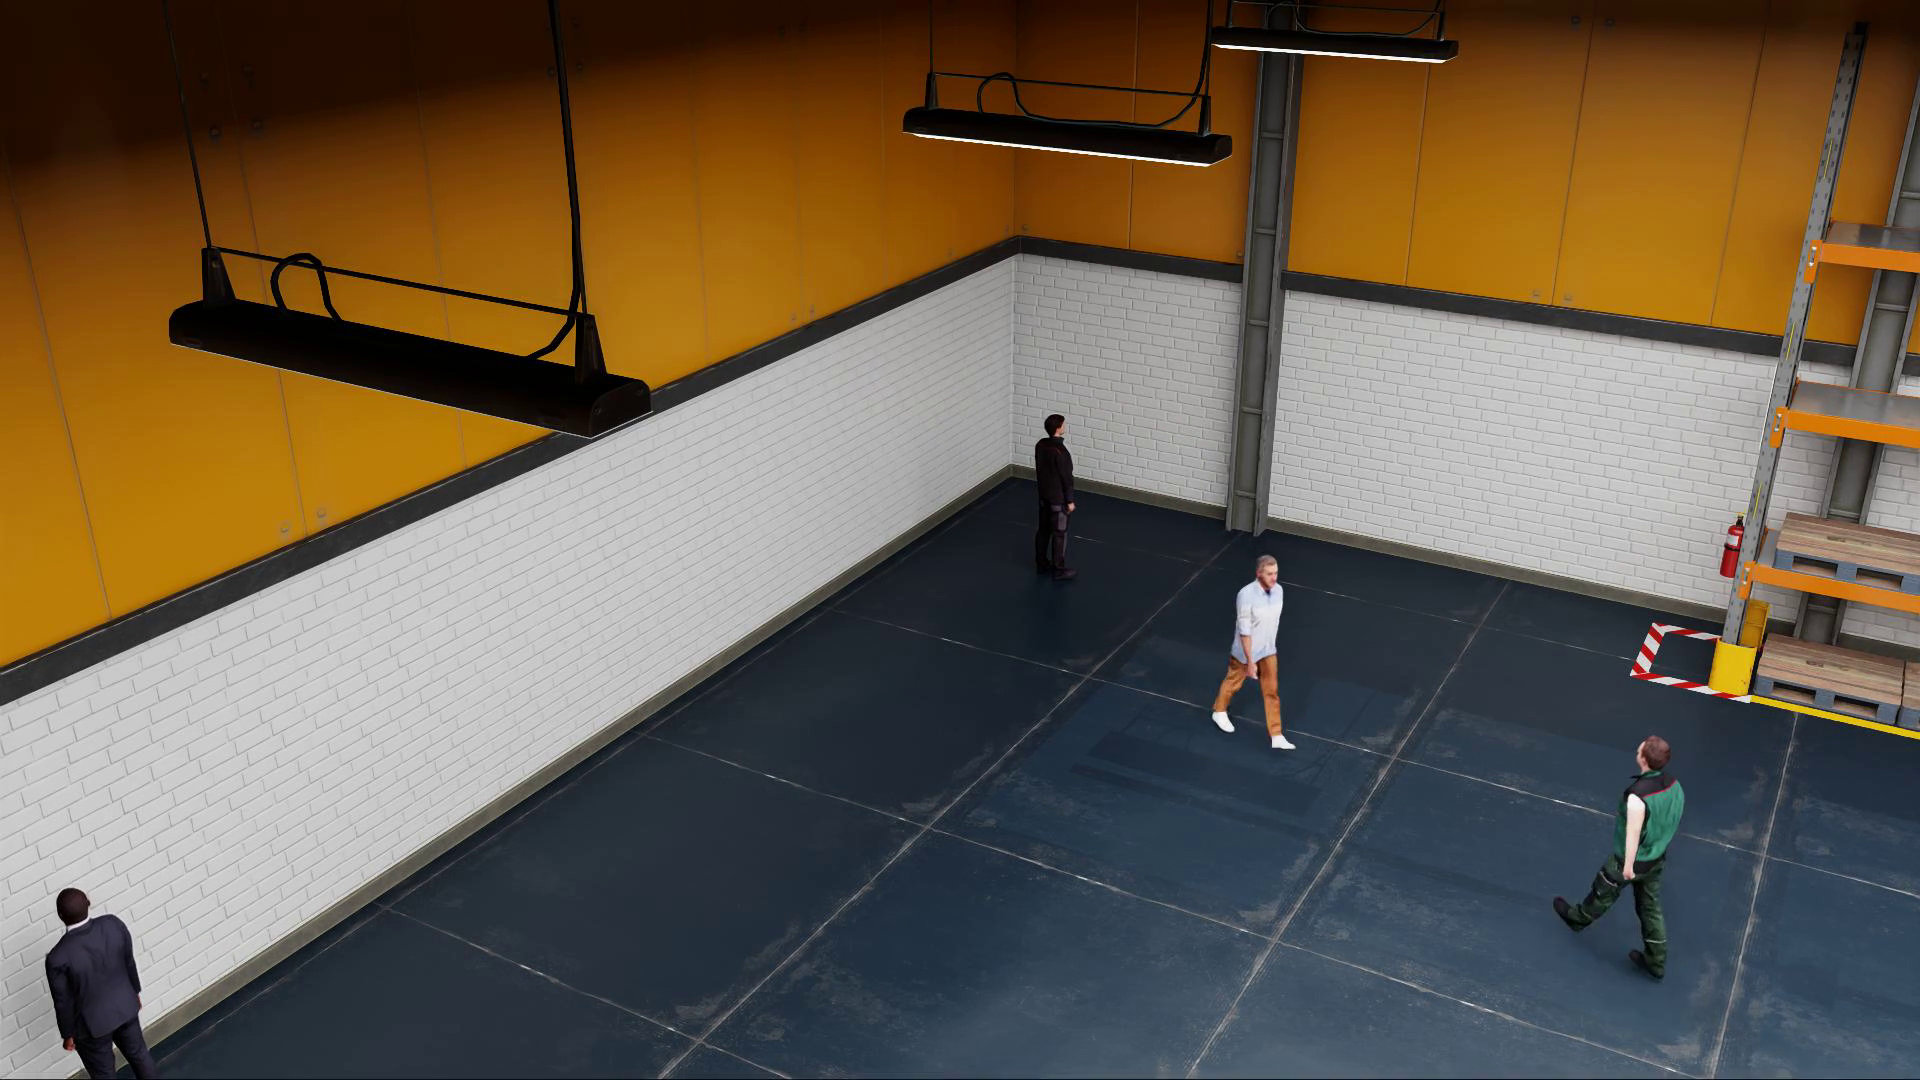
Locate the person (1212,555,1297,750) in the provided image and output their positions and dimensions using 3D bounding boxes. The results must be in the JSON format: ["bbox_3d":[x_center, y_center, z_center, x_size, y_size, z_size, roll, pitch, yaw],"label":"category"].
[{"bbox_3d":[2.527,0.950,14.663,1.076,1.778,1.281,-13,27,-27],"label":"person"}]

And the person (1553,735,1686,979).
[{"bbox_3d":[4.827,2.253,11.671,1.038,1.786,1.243,-13,27,-28],"label":"person"}]

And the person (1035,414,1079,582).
[{"bbox_3d":[1.006,-0.470,17.836,0.852,1.839,0.677,-16,29,-33],"label":"person"}]

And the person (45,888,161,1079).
[{"bbox_3d":[-5.225,2.896,10.153,0.612,1.824,0.692,15,28,30],"label":"person"}]
